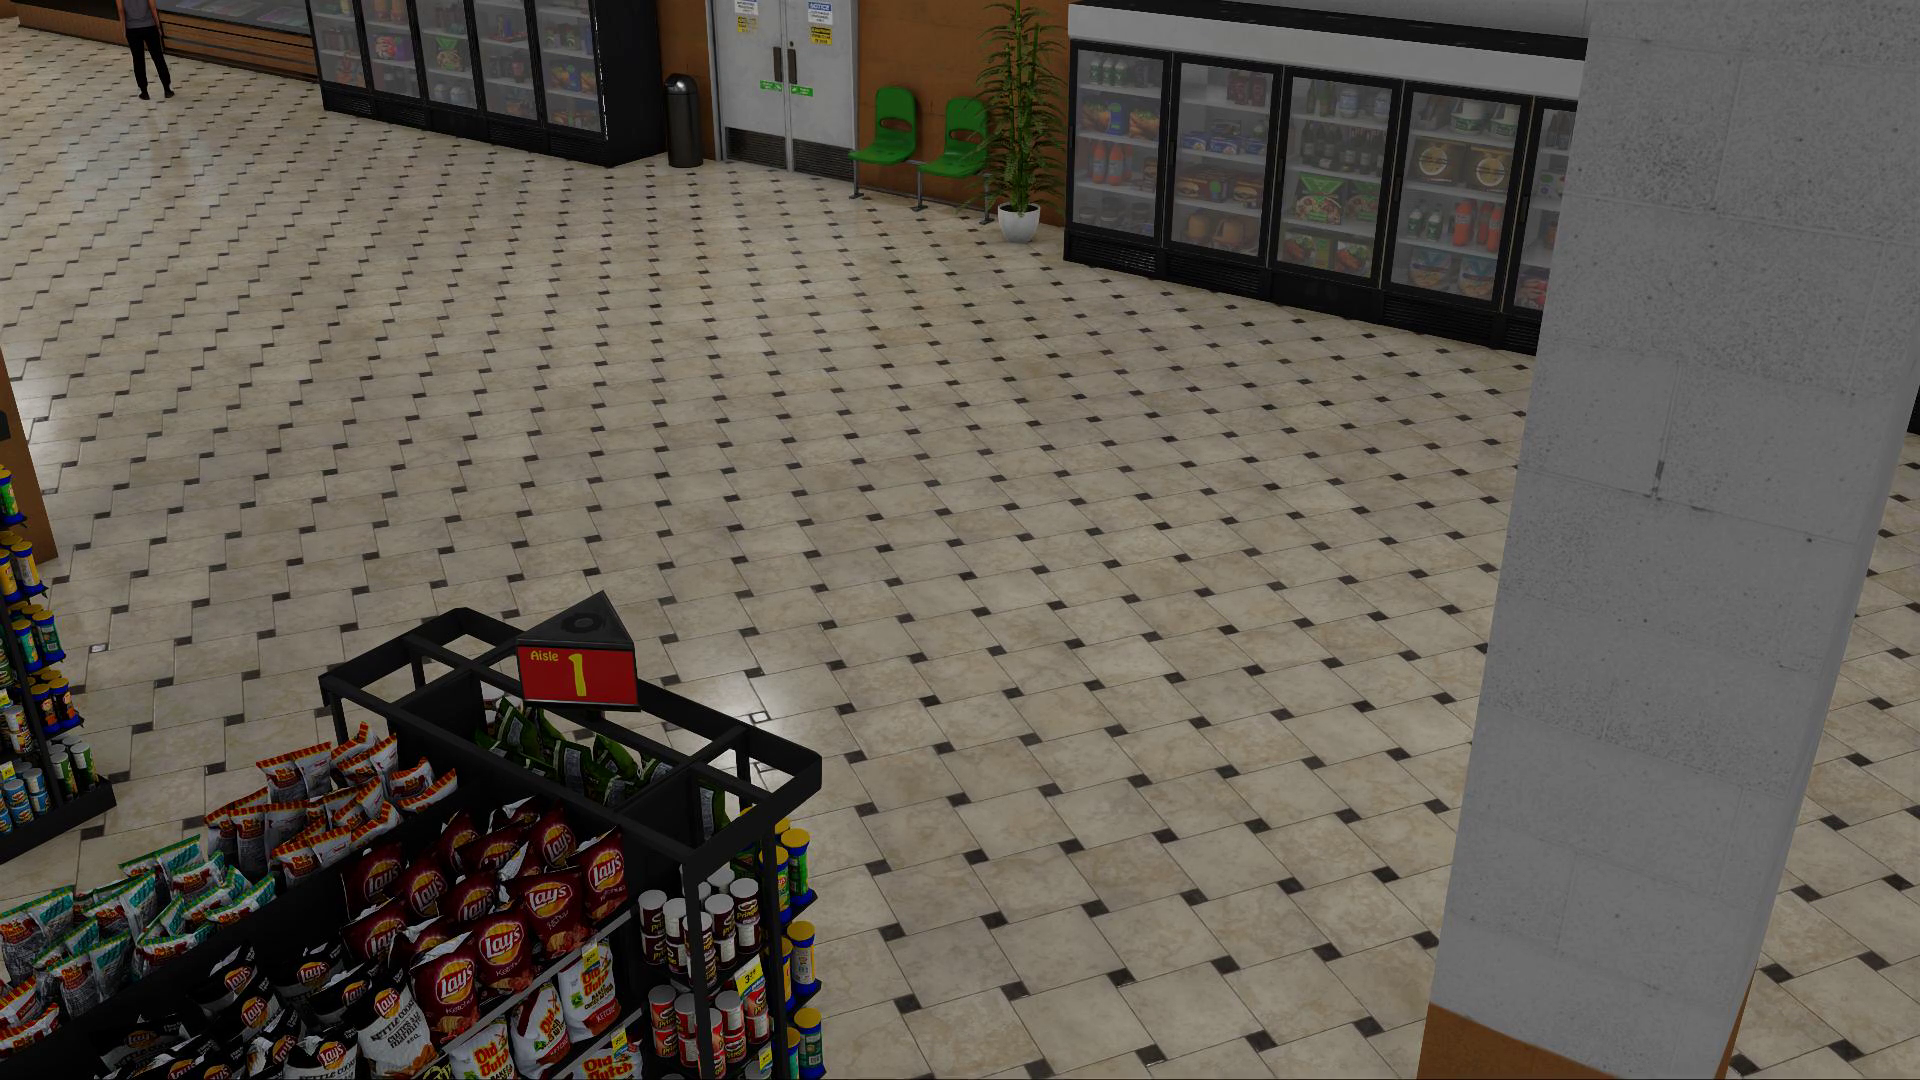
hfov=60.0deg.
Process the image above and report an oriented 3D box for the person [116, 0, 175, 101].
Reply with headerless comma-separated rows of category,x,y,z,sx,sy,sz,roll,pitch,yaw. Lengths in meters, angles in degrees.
person,-10.500,-6.562,21.322,0.640,1.755,0.757,-13,30,-24
